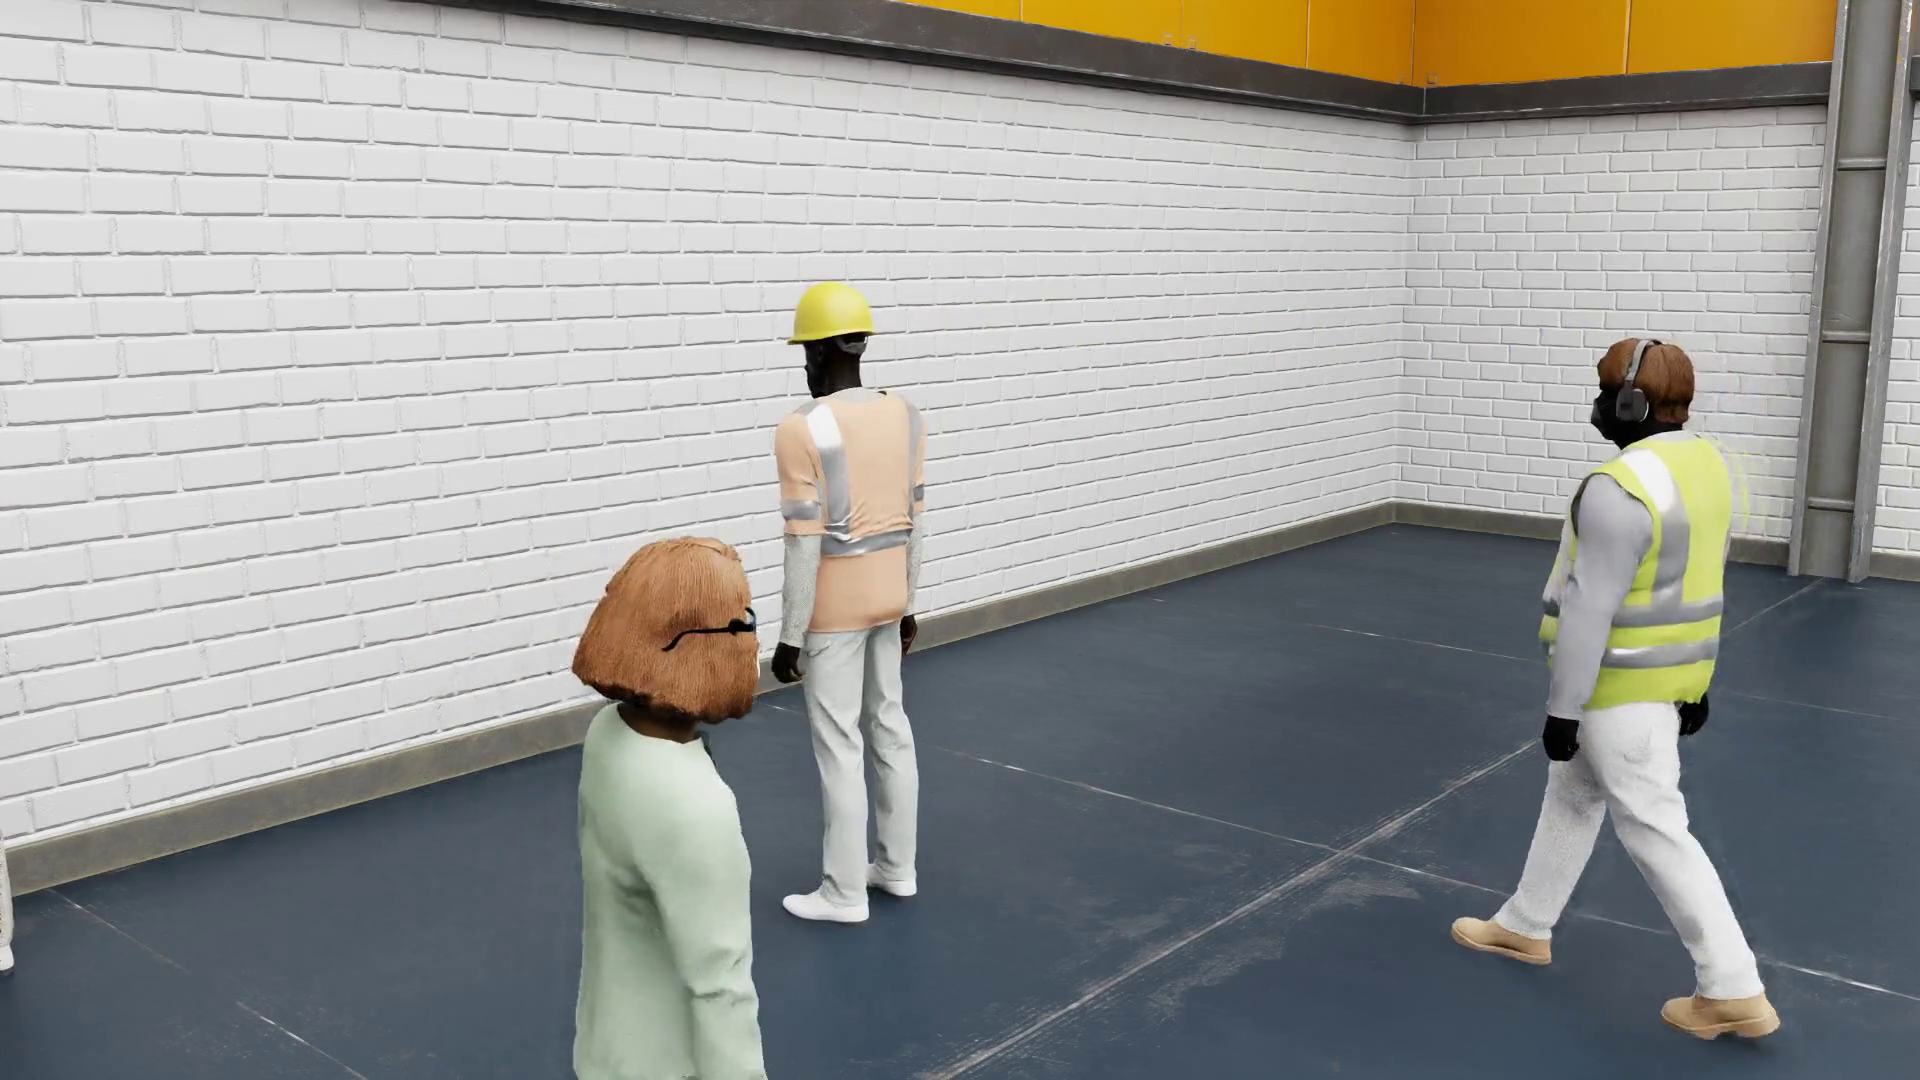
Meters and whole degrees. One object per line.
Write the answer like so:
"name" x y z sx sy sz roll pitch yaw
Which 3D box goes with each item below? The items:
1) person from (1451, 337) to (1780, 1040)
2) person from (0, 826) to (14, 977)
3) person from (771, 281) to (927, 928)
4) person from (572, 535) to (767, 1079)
"person" 1.780 0.371 4.374 0.936 1.802 0.634 9 14 43
"person" -2.799 0.442 4.415 0.313 1.636 0.517 3 10 16
"person" -0.350 0.195 4.999 0.386 1.922 0.594 8 13 38
"person" -0.405 0.795 2.437 0.353 1.622 0.510 -4 11 -21
